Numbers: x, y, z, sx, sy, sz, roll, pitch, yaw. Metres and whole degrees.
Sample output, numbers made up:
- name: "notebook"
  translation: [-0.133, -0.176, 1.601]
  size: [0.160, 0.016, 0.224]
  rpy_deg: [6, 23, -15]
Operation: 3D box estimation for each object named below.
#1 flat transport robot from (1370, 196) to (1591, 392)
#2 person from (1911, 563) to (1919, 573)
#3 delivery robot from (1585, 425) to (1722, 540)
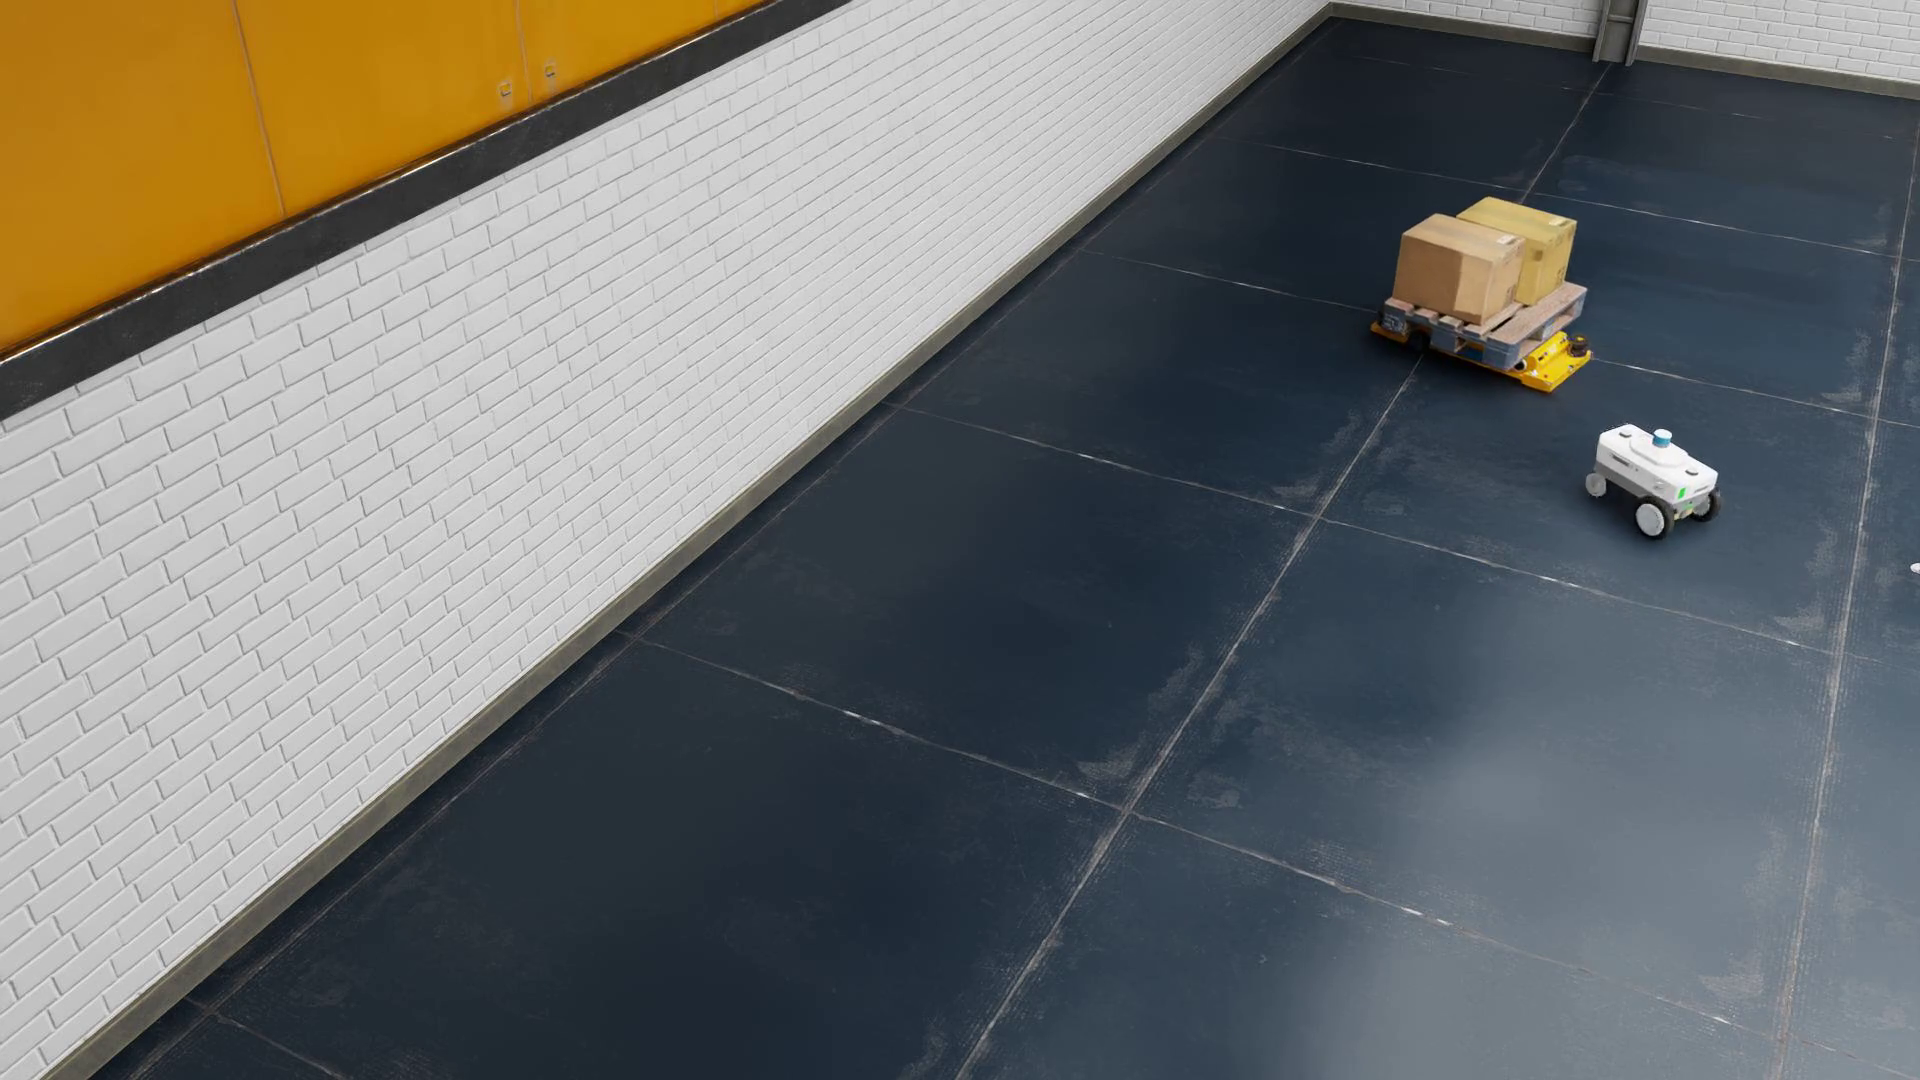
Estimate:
- name: "flat transport robot"
  translation: [3.815, -1.497, 12.205]
  size: [1.431, 0.231, 0.659]
  rpy_deg: [26, 42, 33]
- name: "person"
  translation: [5.800, -0.432, 9.298]
  size: [0.300, 1.742, 0.492]
  rpy_deg: [0, 34, -1]
- name: "delivery robot"
  translation: [4.311, -0.384, 10.301]
  size: [0.499, 0.605, 0.781]
  rpy_deg: [-17, 38, -24]
